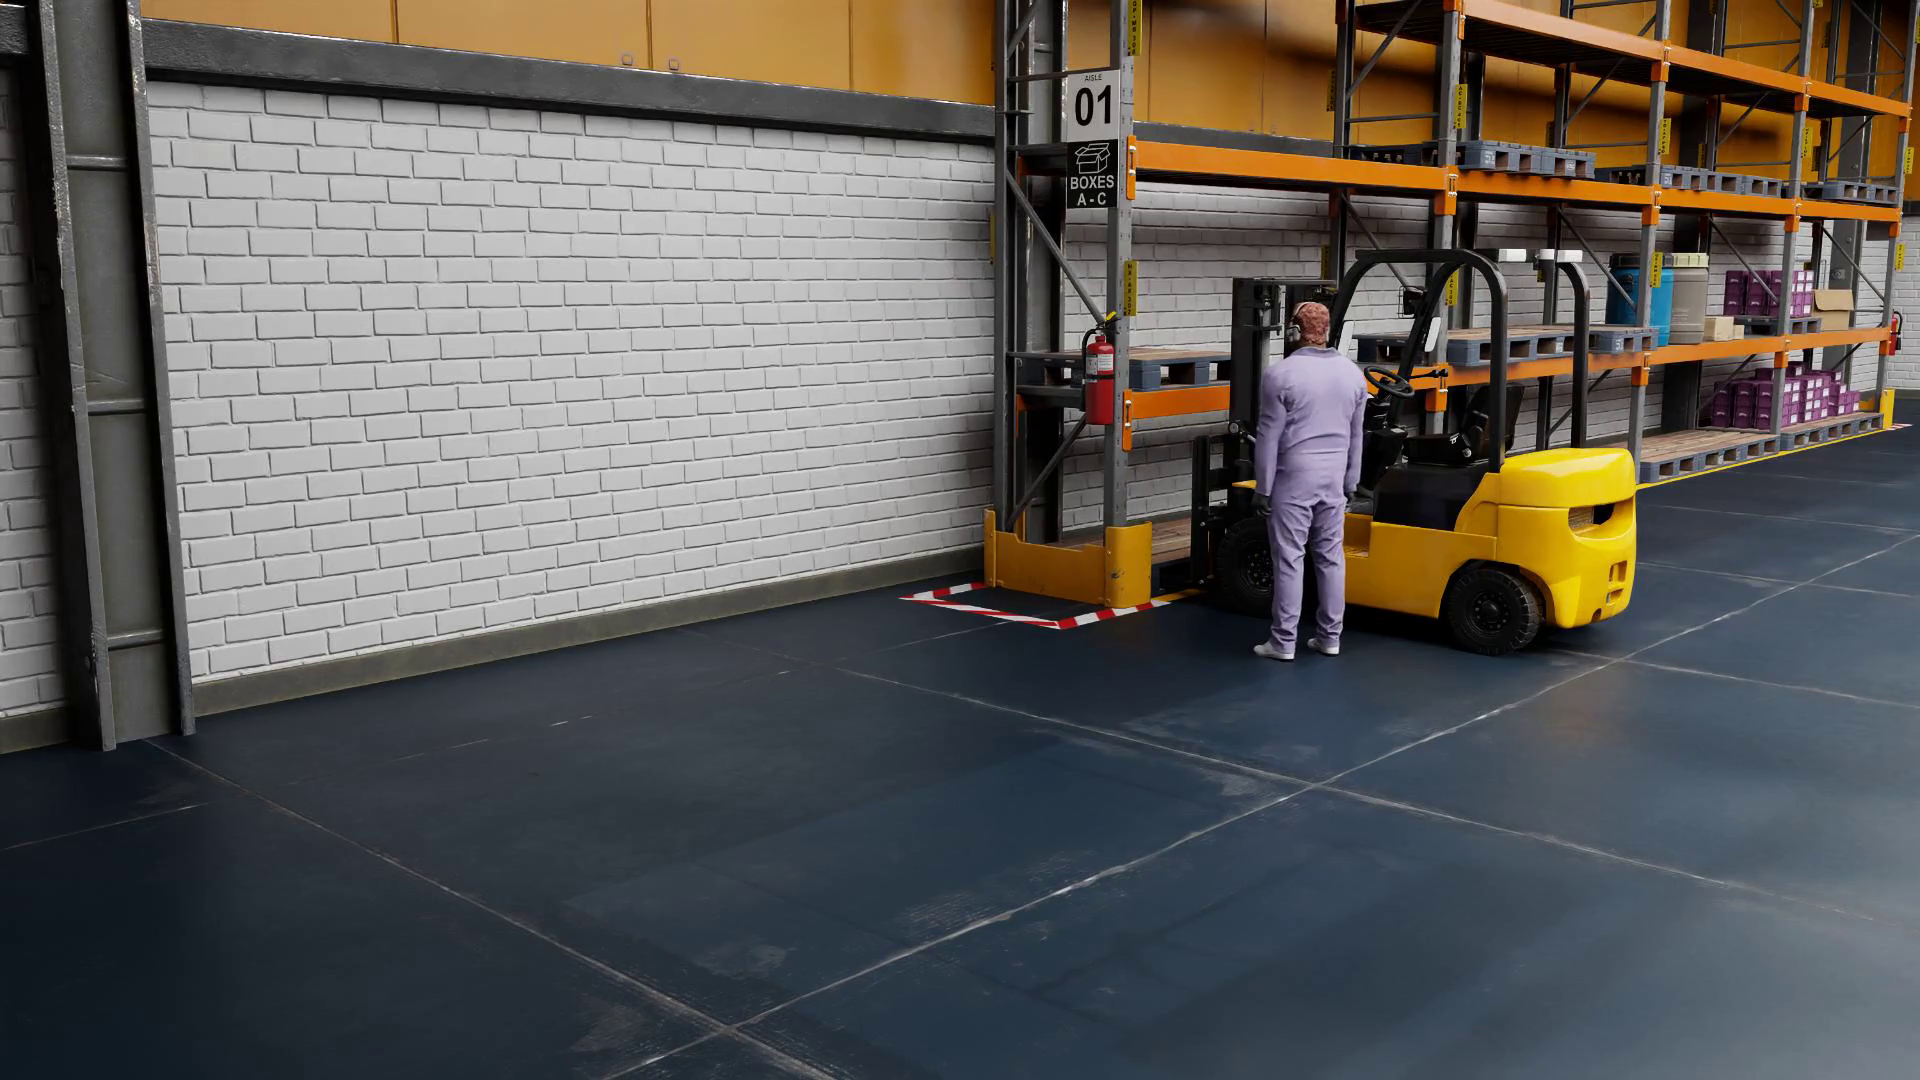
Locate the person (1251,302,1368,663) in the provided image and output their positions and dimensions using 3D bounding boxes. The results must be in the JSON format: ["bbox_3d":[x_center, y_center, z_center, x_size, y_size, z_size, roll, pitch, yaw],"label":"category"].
[{"bbox_3d":[1.830,-0.306,8.833,0.639,1.900,0.403,-4,10,-25],"label":"person"}]

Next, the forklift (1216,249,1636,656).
[{"bbox_3d":[2.710,-0.584,9.626,2.313,2.155,1.214,9,13,43],"label":"forklift"}]
